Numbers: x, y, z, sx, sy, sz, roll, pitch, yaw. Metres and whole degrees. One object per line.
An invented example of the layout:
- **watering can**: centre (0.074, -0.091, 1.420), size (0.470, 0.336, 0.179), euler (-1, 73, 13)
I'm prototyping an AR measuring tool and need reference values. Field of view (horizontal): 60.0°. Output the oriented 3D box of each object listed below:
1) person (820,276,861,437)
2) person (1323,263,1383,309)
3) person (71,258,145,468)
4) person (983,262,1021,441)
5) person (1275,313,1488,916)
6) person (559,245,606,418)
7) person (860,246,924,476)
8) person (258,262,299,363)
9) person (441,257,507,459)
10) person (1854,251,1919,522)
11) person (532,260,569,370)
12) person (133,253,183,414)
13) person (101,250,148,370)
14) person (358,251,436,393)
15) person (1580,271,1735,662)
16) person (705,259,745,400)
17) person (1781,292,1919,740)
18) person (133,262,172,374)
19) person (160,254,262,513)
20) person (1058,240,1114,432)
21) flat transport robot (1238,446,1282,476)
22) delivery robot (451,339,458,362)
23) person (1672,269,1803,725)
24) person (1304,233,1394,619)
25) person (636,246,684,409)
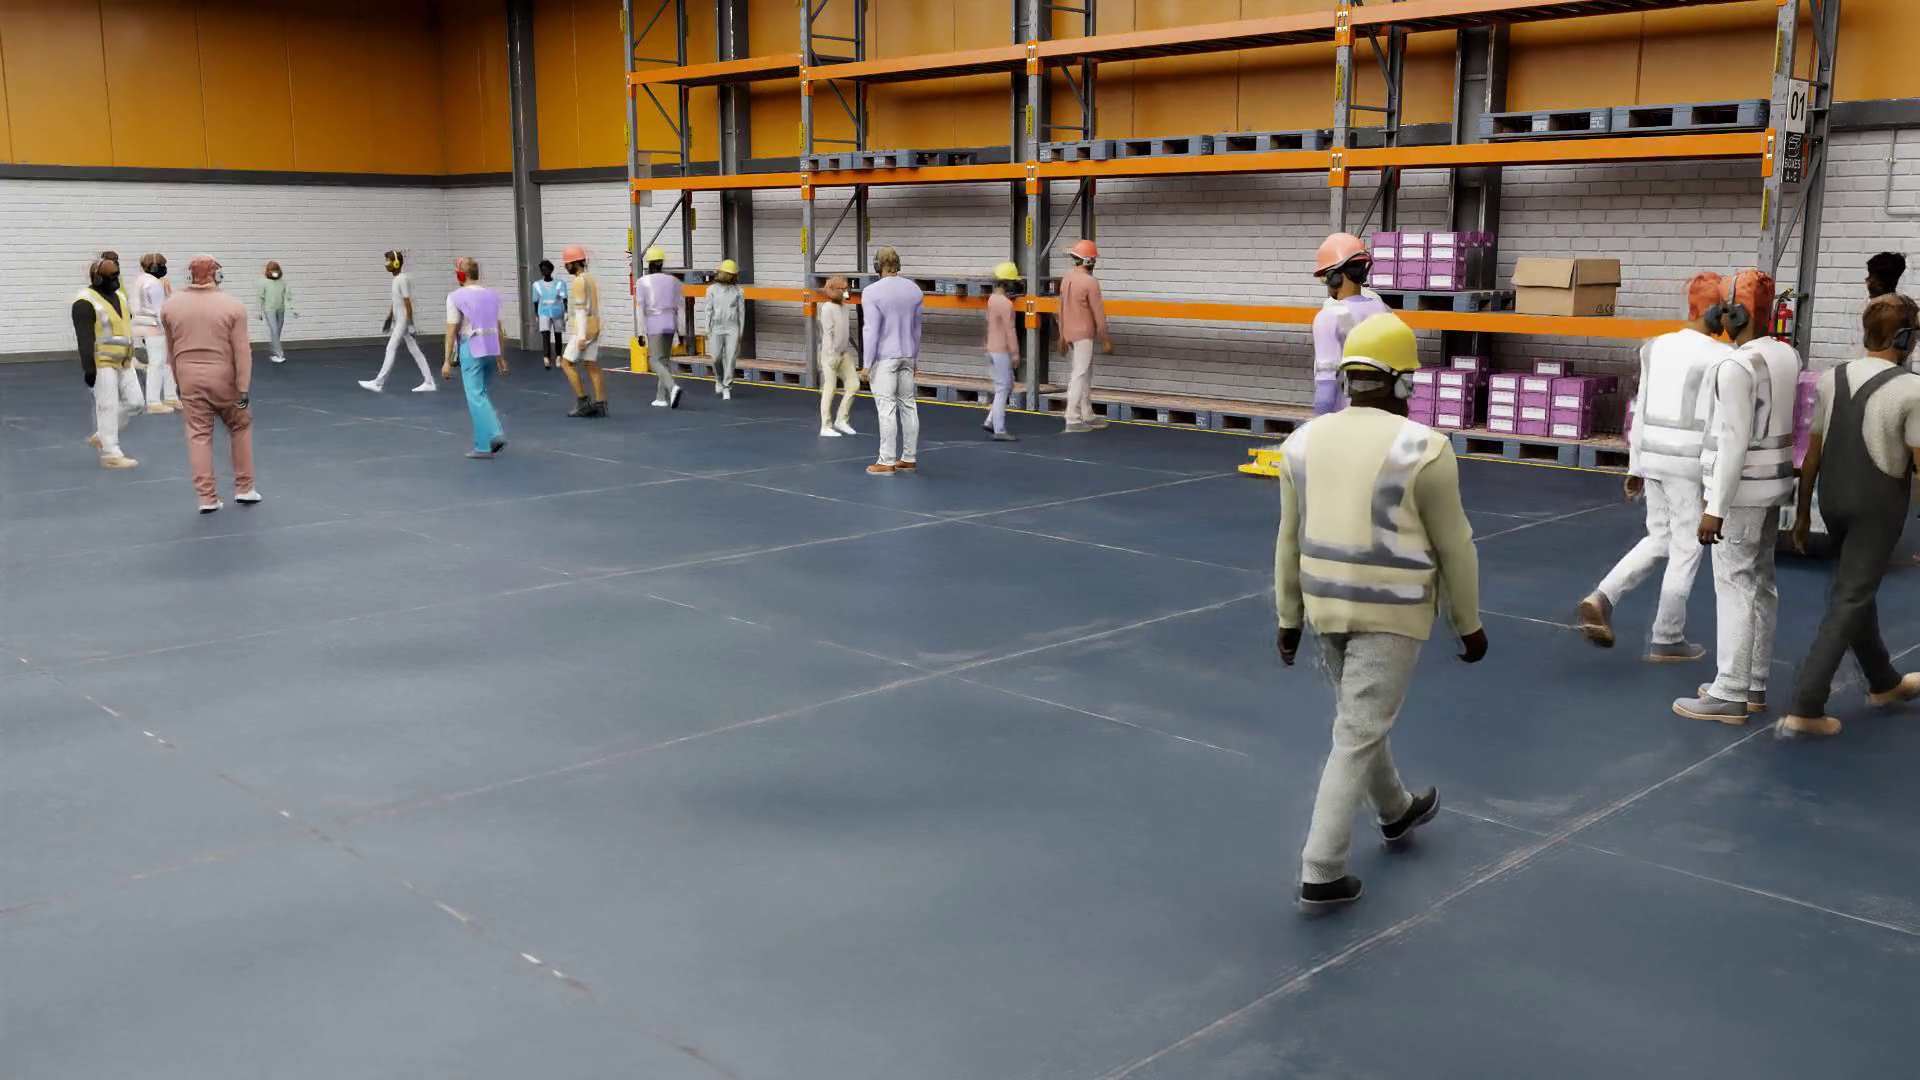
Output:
- **person**: centre (-1.220, -1.835, 16.722), size (0.449, 1.619, 0.510), euler (6, 12, 30)
- **person**: centre (2.643, -1.050, 11.423), size (0.610, 1.984, 0.400), euler (-9, 14, -42)
- **person**: centre (-7.394, -1.521, 14.433), size (0.444, 1.823, 0.642), euler (1, 10, 7)
- **person**: centre (0.438, -1.837, 16.312), size (0.352, 1.753, 0.554), euler (-3, 11, -16)
- **person**: centre (1.316, 0.202, 5.137), size (0.923, 1.782, 0.592), euler (-8, 13, -38)
- **person**: centre (-4.207, -2.291, 18.386), size (0.577, 1.910, 0.580), euler (1, 10, 4)
- **person**: centre (-0.584, -1.506, 14.055), size (0.627, 1.933, 0.376), euler (-9, 14, -42)
- **person**: centre (-10.813, -3.606, 26.390), size (0.812, 1.586, 0.528), euler (9, 14, 42)
- **person**: centre (-4.382, -1.636, 15.053), size (0.450, 1.827, 0.582), euler (5, 12, 26)
- **person**: centre (6.564, -1.060, 11.672), size (0.912, 1.921, 0.636), euler (6, 12, 31)
- **person**: centre (-6.197, -3.407, 25.214), size (0.539, 1.643, 0.907), euler (-2, 11, -10)
- **person**: centre (-9.078, -2.358, 19.011), size (0.656, 1.821, 0.645), euler (-8, 13, -36)
- **person**: centre (-12.758, -3.431, 24.920), size (0.931, 1.809, 0.608), euler (-2, 11, -11)
- **person**: centre (-7.271, -2.803, 21.441), size (0.980, 1.819, 0.515), euler (-4, 11, -19)
- **person**: centre (3.281, -0.314, 7.753), size (0.608, 1.864, 0.583), euler (-4, 11, -19)
- **person**: centre (-2.912, -2.612, 20.627), size (0.512, 1.723, 0.446), euler (-1, 10, -7)
- **person**: centre (3.726, -0.098, 6.763), size (0.970, 1.789, 0.533), euler (-4, 11, -22)
- **person**: centre (-11.750, -3.259, 24.252), size (0.532, 1.697, 0.322), euler (-9, 14, -42)
- **person**: centre (-5.510, -1.164, 12.320), size (0.649, 1.879, 0.730), euler (-1, 10, -5)
- **person**: centre (1.332, -2.094, 17.176), size (0.602, 1.989, 0.624), euler (-5, 11, -25)
- **flat transport robot**: centre (3.070, -0.706, 14.224), size (1.431, 0.197, 0.652), euler (-10, 14, -44)
- **delivery robot**: centre (-7.481, -2.967, 25.523), size (0.707, 0.478, 0.477), euler (-10, 15, -44)
- **person**: centre (3.251, -0.175, 6.923), size (0.573, 1.886, 0.359), euler (-9, 14, -42)
- **person**: centre (2.002, -0.580, 8.732), size (0.605, 2.033, 0.402), euler (-9, 14, -42)
- **person**: centre (-3.460, -2.472, 19.438), size (0.592, 1.901, 0.802), euler (-9, 13, -39)
